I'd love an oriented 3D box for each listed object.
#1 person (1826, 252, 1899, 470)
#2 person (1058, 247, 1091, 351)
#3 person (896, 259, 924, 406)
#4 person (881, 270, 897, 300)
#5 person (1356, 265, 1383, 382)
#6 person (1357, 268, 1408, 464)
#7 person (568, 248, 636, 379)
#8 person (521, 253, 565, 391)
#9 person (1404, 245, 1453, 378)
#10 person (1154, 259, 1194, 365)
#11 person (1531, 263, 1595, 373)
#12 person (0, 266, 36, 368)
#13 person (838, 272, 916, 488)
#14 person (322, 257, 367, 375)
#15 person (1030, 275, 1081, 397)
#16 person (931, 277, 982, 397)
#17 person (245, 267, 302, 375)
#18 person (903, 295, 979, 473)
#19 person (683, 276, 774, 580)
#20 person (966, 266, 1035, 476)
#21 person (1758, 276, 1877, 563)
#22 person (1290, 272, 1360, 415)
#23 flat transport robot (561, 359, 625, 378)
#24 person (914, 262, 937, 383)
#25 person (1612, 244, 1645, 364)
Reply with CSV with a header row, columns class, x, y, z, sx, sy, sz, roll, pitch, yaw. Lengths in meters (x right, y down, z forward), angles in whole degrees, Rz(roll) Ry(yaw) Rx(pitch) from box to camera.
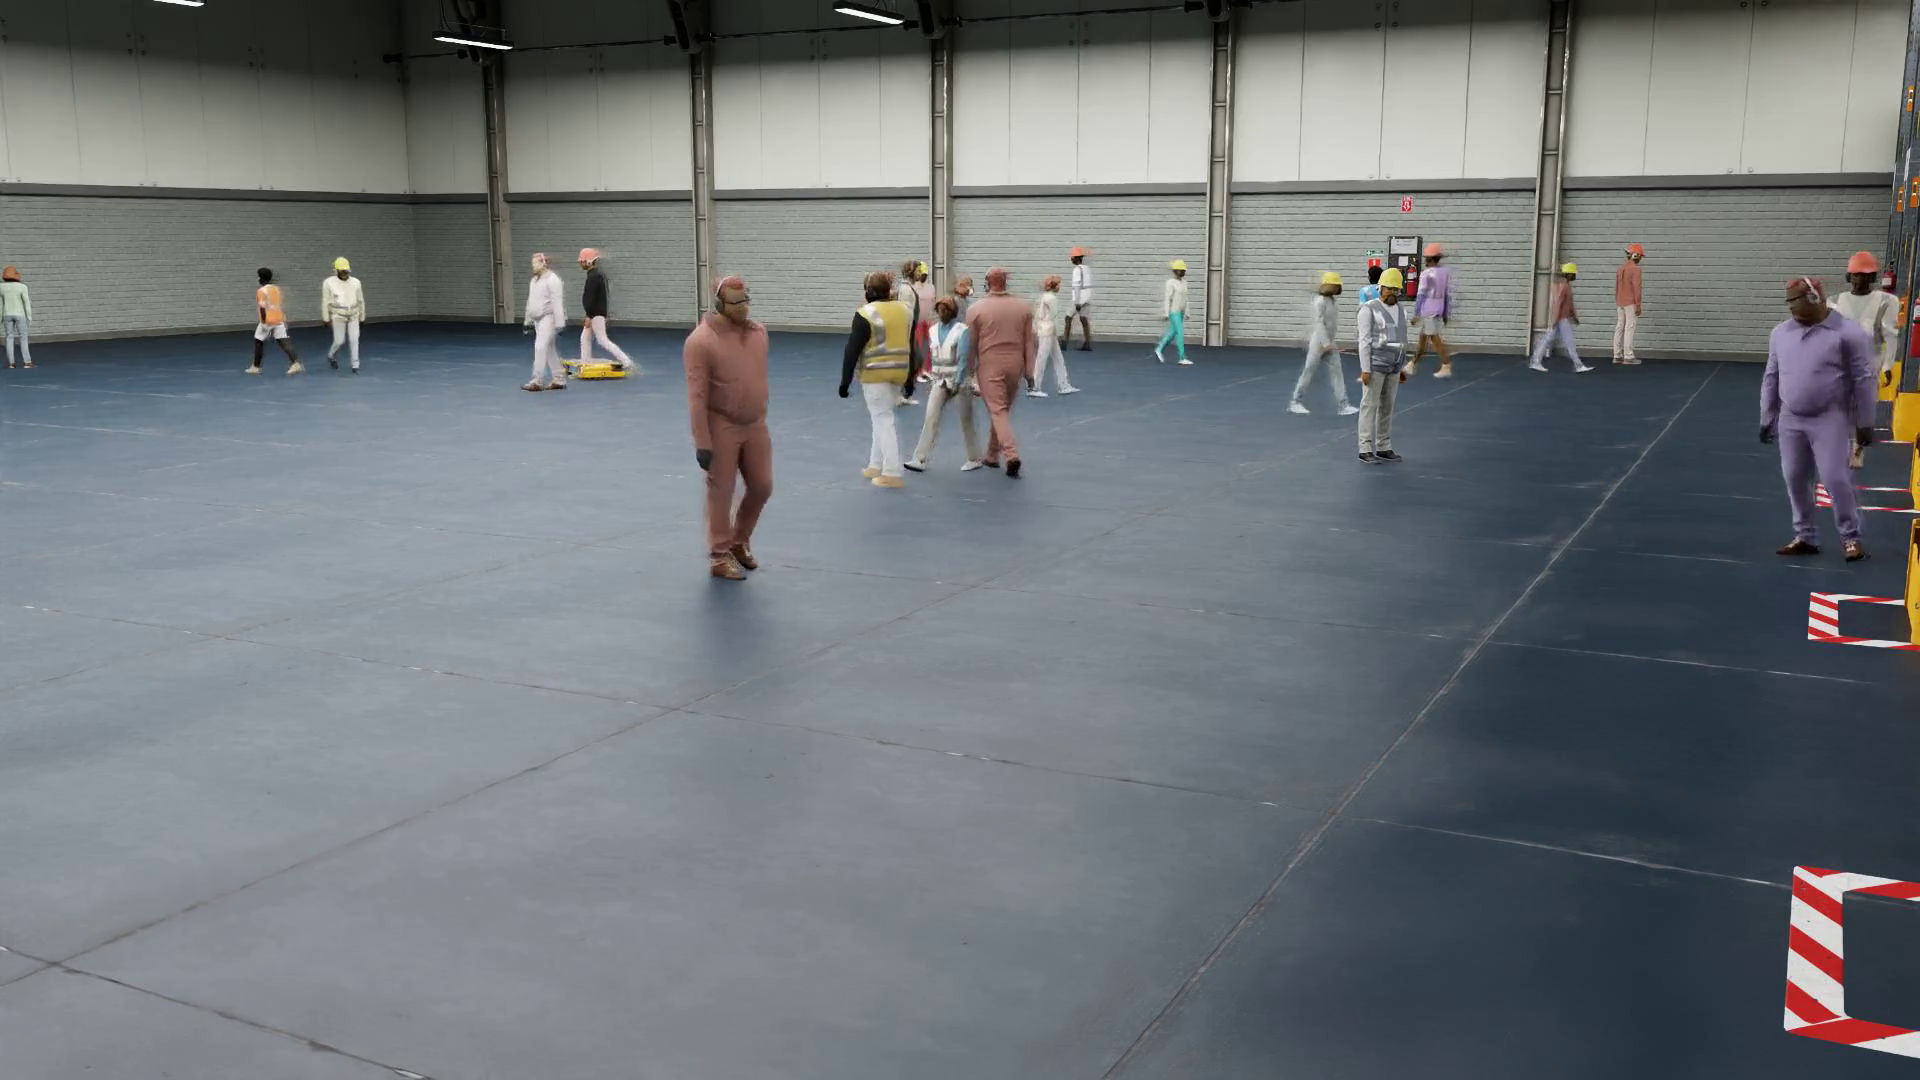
class,x,y,z,sx,sy,sz,roll,pitch,yaw
person,8.019,-1.572,14.879,0.613,1.993,1.088,6,12,30
person,2.070,-4.427,30.644,0.808,1.910,0.555,6,12,29
person,-0.631,-2.565,20.694,0.400,1.831,0.524,-1,10,-3
person,-1.142,-3.108,24.233,0.531,1.626,0.453,9,14,40
person,5.985,-3.121,24.088,0.540,1.695,0.317,-4,11,-19
person,3.981,-1.629,15.602,0.587,1.826,0.404,-7,12,-33
person,-5.324,-3.351,24.654,0.959,1.959,0.623,-2,11,-10
person,-5.792,-2.965,22.764,0.872,1.874,0.661,-9,14,-41
person,7.045,-3.432,25.001,0.626,1.987,1.036,-9,14,-41
person,3.563,-3.795,27.660,0.811,1.740,0.527,9,14,40
person,9.389,-3.451,25.873,0.956,1.708,0.525,5,12,25
person,-15.240,-3.591,26.825,0.507,1.631,0.266,-1,10,-7
person,-0.737,-1.367,14.214,0.785,1.806,0.658,10,14,43
person,-9.474,-3.444,25.544,0.621,1.807,0.583,-9,13,-39
person,1.280,-2.679,21.945,0.794,1.604,0.516,0,10,-2
person,-0.017,-2.685,22.008,0.876,1.587,0.503,7,12,33
person,-10.529,-3.345,25.460,0.883,1.647,0.519,3,11,15
person,-0.113,-1.381,14.878,0.507,1.594,0.827,8,13,37
person,-1.423,-0.677,10.301,0.522,1.878,0.671,10,14,44
person,0.374,-1.521,14.944,0.654,1.862,0.998,-5,11,-24
person,5.622,-0.797,10.972,0.462,1.867,0.678,-7,12,-32
person,4.326,-2.323,19.736,0.493,1.698,0.891,-10,14,-43
flat transport robot,-5.574,-2.615,25.222,0.652,0.197,1.431,-5,11,-25
person,-0.527,-3.138,24.067,0.571,1.736,0.406,-8,13,-37
person,11.129,-3.914,27.629,0.393,1.985,0.611,-2,11,-12
